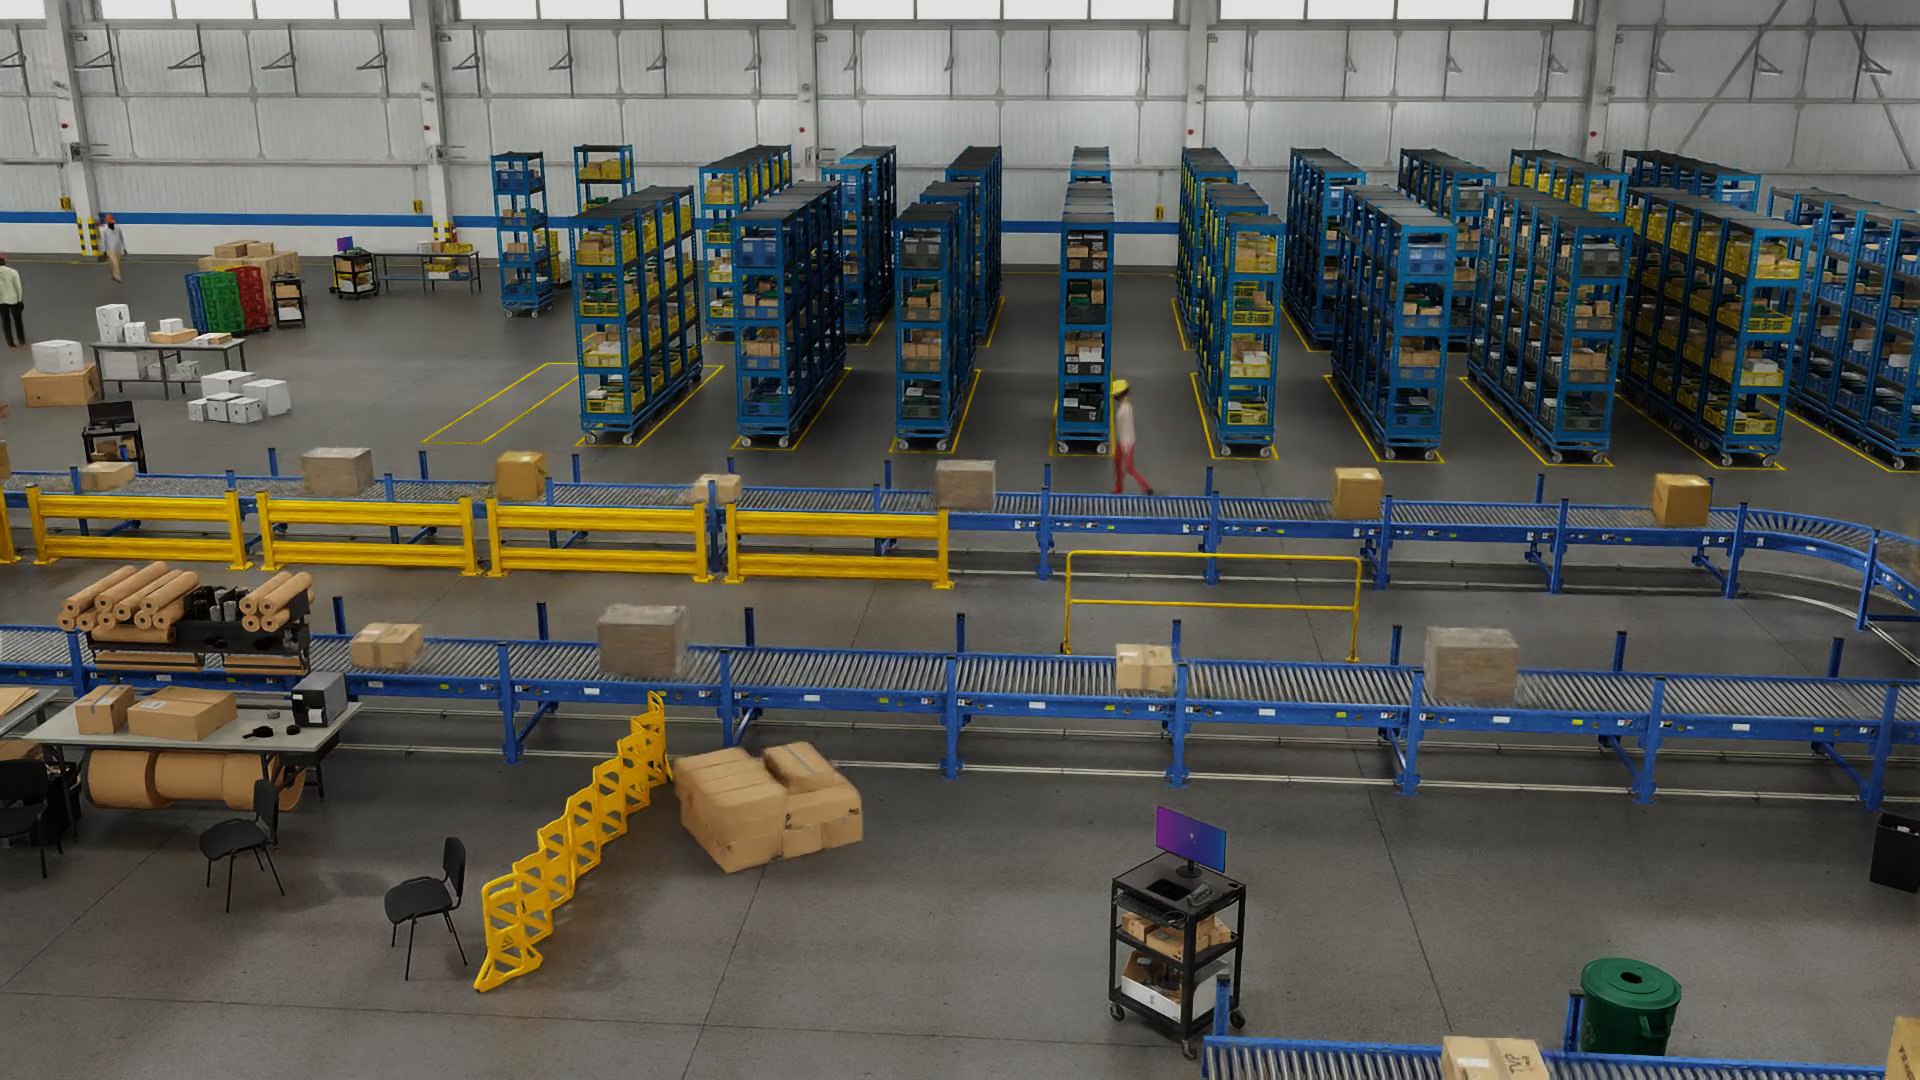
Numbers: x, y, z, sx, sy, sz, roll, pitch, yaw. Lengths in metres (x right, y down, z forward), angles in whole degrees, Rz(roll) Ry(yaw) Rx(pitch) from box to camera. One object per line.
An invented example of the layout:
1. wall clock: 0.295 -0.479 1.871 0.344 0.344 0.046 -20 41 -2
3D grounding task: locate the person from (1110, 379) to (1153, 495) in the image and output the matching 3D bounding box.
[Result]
1. person: 2.344 -1.368 23.080 0.544 1.771 0.547 -1 18 -4

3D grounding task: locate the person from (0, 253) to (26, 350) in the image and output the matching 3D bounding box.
1. person: -19.369 -4.870 33.826 0.631 1.936 0.953 -7 19 -21

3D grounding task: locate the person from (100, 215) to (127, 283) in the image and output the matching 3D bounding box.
1. person: -21.521 -7.399 42.219 0.720 1.731 0.568 10 20 28
